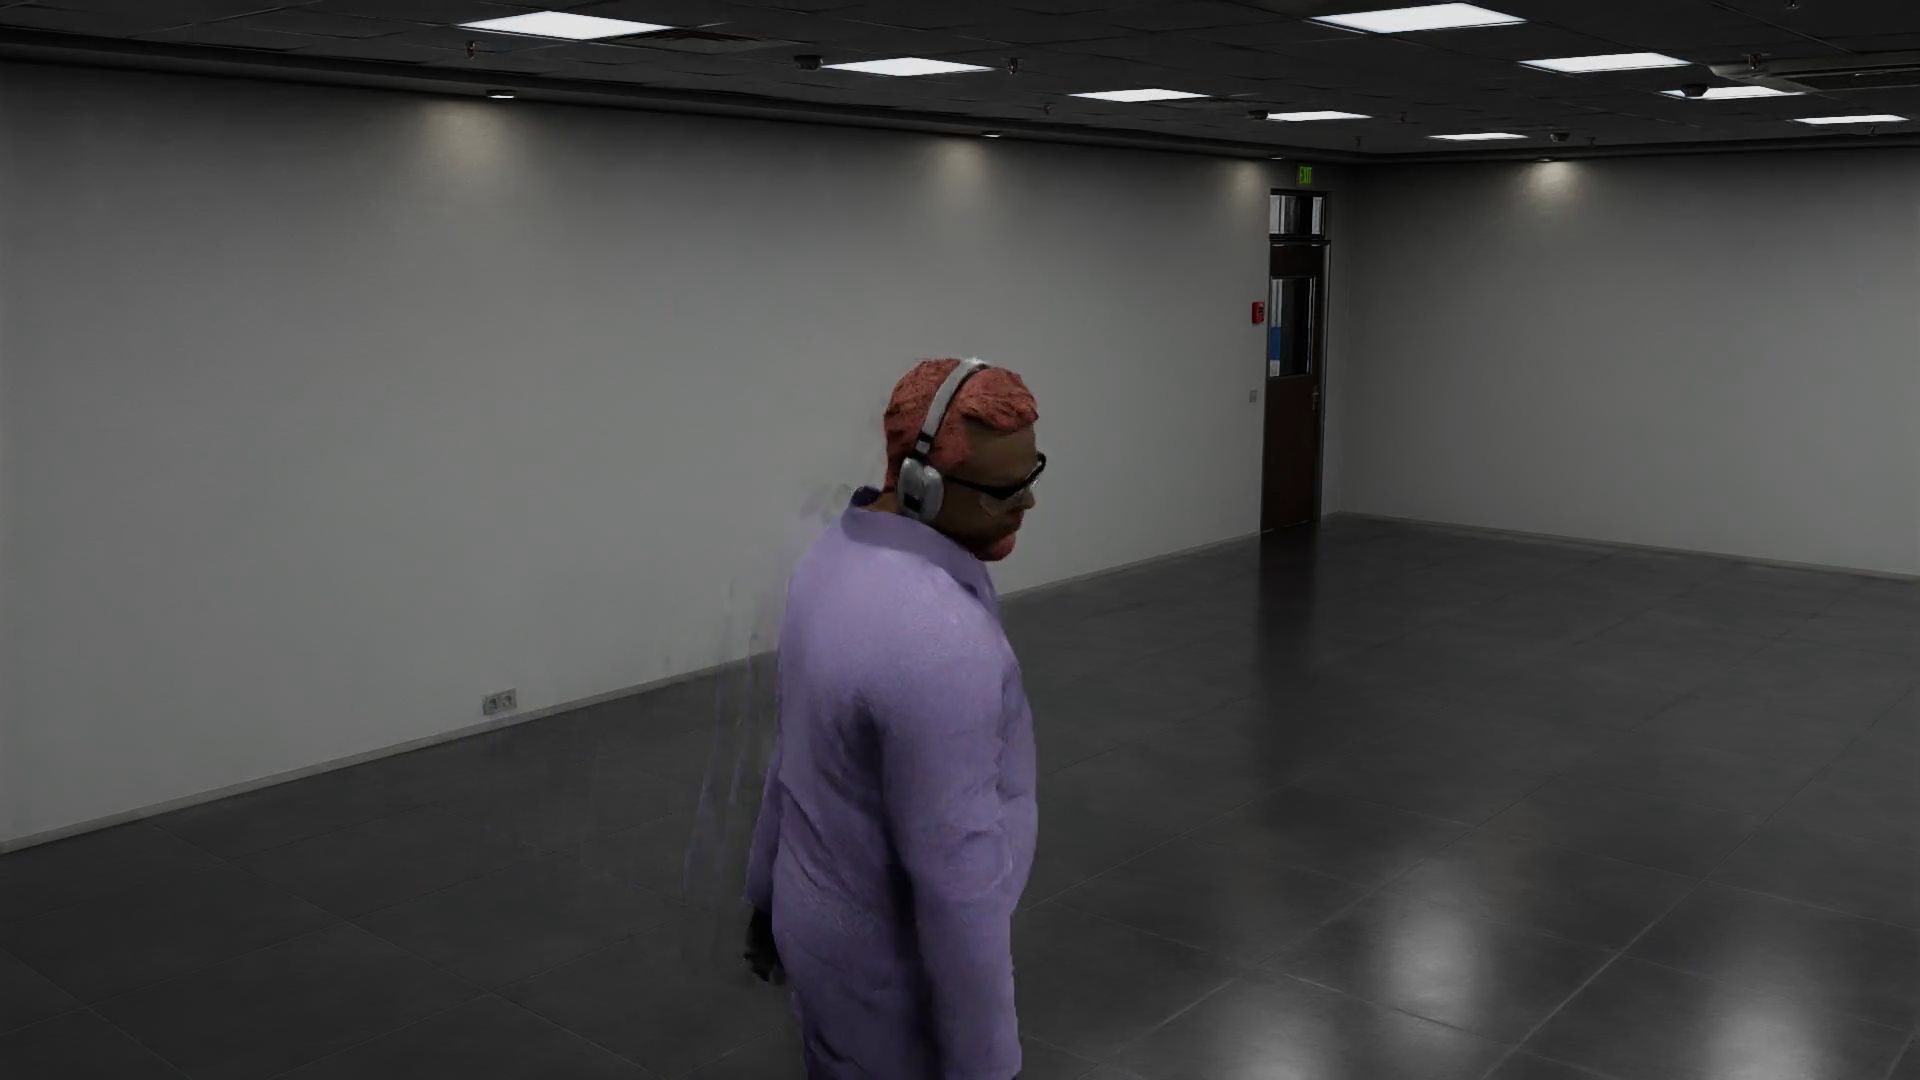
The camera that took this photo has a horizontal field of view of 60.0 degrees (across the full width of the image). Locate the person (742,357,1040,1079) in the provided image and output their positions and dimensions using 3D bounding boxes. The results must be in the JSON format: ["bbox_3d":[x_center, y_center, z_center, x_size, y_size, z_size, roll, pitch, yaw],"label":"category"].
[{"bbox_3d":[-0.113,0.647,2.576,0.469,1.865,0.698,-3,10,-18],"label":"person"}]
